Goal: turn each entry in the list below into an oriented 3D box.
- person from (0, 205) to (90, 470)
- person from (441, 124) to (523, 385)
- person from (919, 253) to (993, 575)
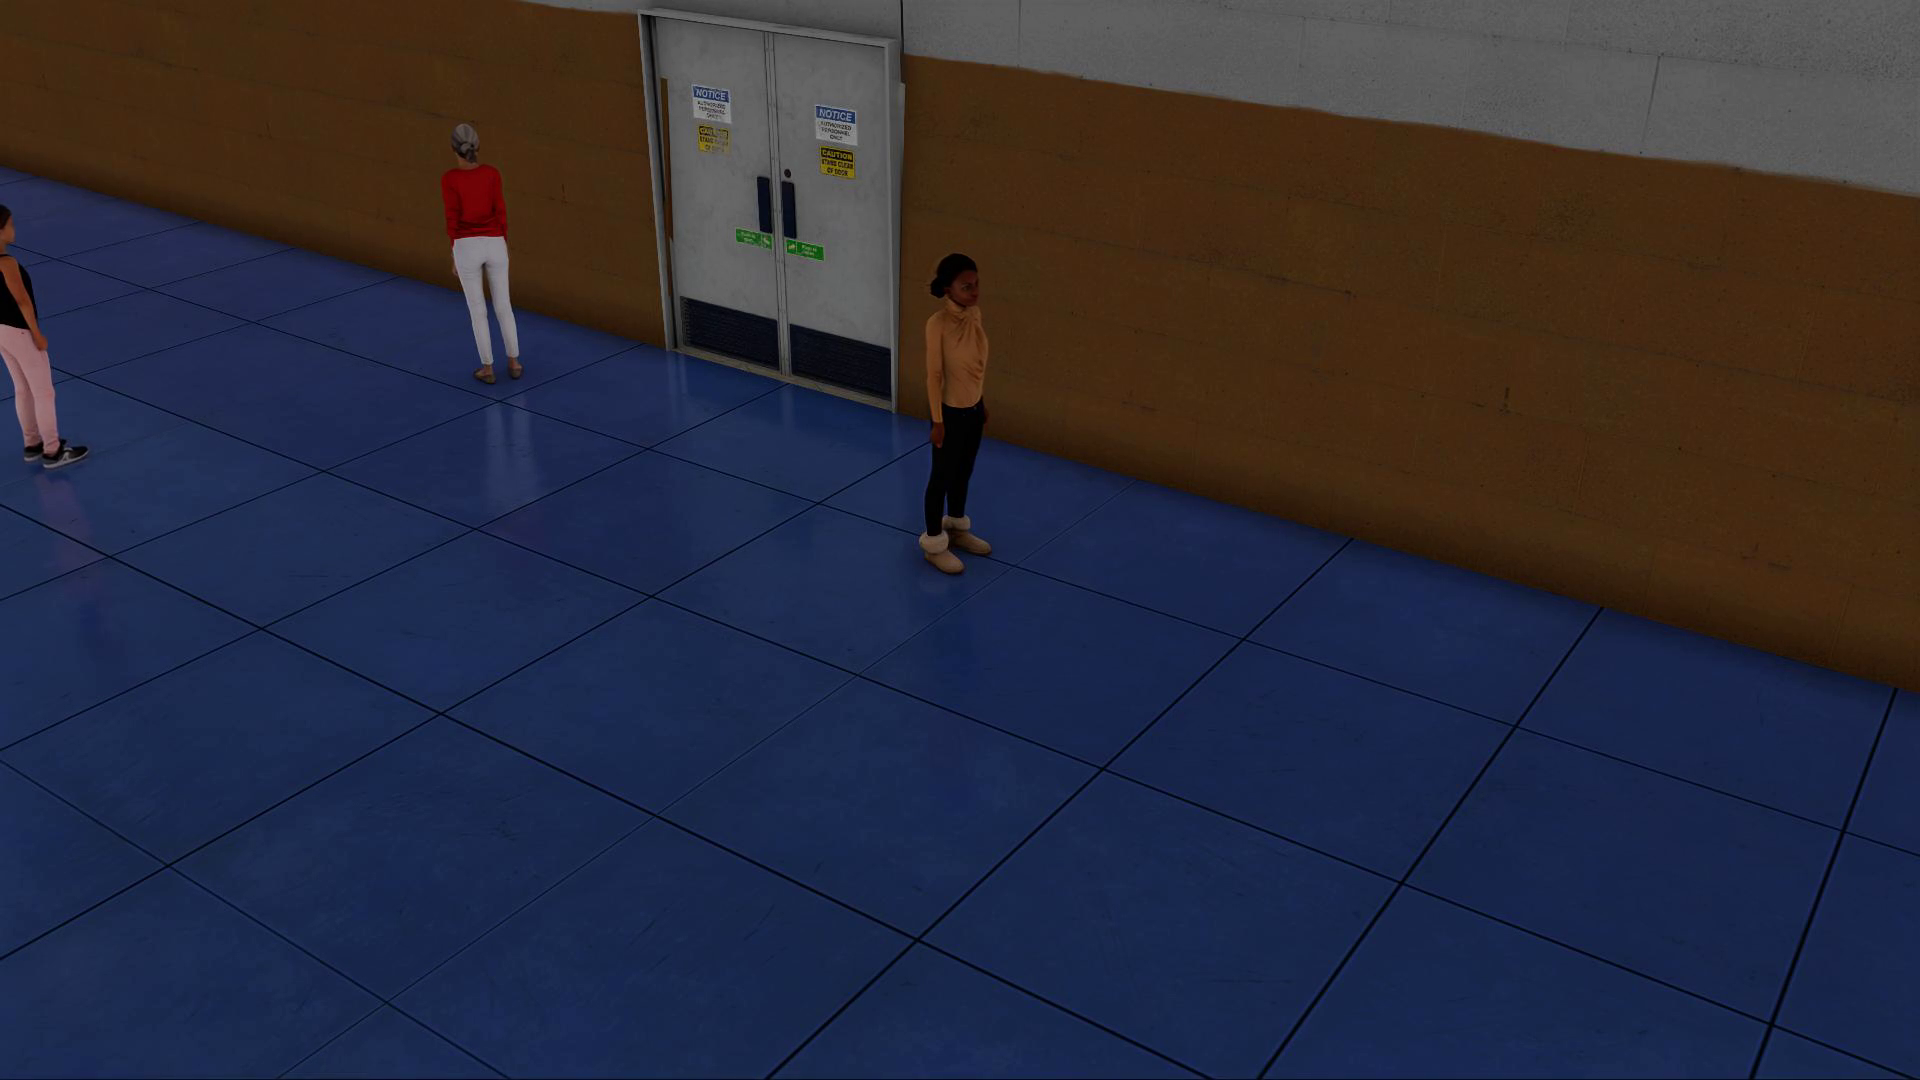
[{"bbox_3d":[-5.435,-1.173,9.596,0.528,1.560,0.516,16,31,28],"label":"person"},{"bbox_3d":[-3.109,-1.850,10.784,0.589,1.693,0.690,-15,30,-27],"label":"person"},{"bbox_3d":[-0.021,-0.660,8.474,0.652,1.659,0.459,18,32,31],"label":"person"}]
